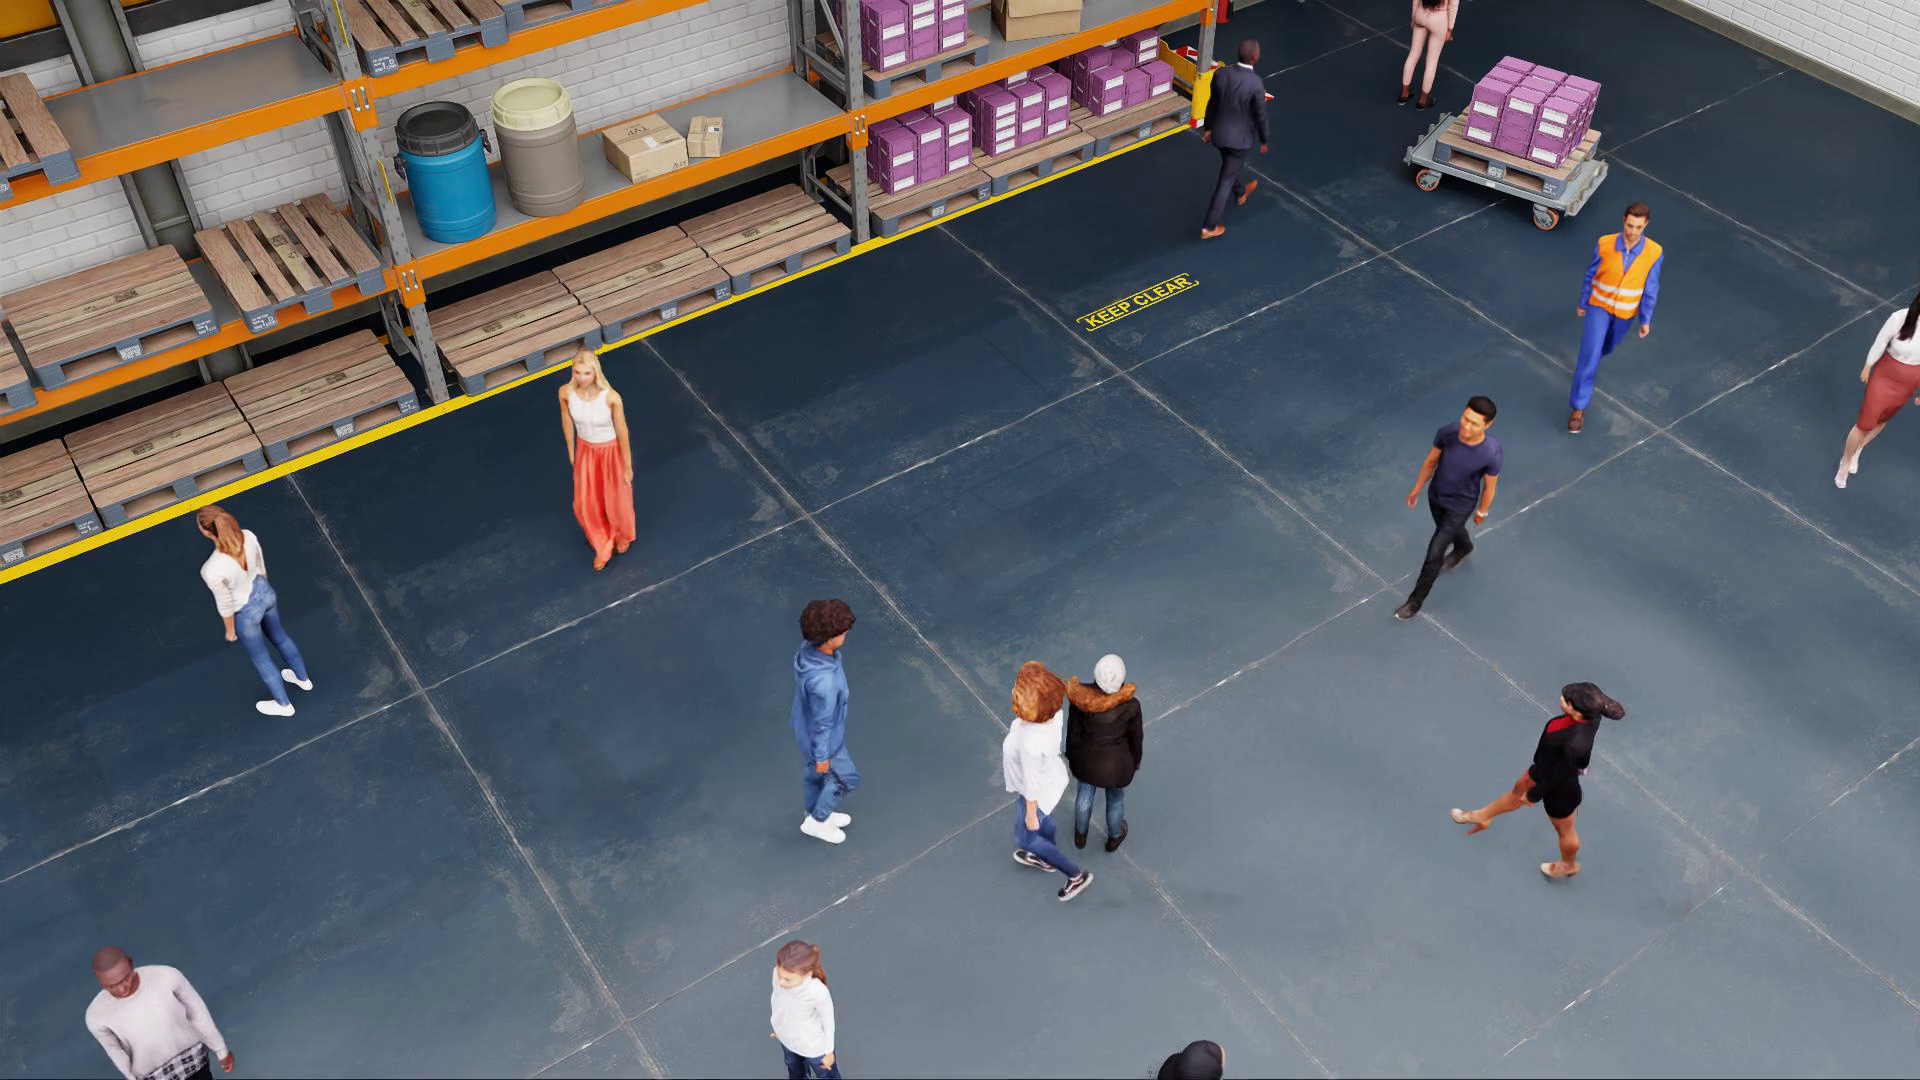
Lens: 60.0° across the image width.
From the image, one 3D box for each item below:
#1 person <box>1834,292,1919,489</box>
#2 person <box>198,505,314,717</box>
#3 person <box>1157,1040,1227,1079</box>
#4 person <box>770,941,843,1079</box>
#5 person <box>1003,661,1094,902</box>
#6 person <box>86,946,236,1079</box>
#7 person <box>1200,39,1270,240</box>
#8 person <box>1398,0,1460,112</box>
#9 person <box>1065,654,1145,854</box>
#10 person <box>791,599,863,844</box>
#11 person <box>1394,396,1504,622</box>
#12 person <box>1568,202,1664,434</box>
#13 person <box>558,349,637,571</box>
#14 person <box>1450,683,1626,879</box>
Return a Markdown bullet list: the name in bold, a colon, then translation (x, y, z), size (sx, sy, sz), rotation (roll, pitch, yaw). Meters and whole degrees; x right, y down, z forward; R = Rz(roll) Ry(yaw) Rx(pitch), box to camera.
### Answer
- **person**: translation (6.811, -1.191, 12.132), size (0.775, 1.736, 0.837), rotation (11, 45, 12)
- **person**: translation (-4.446, 0.430, 10.443), size (0.750, 1.720, 0.666), rotation (12, 45, 12)
- **person**: translation (1.044, 2.860, 7.969), size (0.686, 1.612, 0.681), rotation (-16, 46, -16)
- **person**: translation (-0.770, 2.486, 8.402), size (0.603, 1.557, 0.612), rotation (24, 49, 23)
- **person**: translation (0.533, 1.414, 9.438), size (0.942, 1.680, 0.902), rotation (13, 45, 13)
- **person**: translation (-3.958, 2.479, 8.267), size (0.809, 1.755, 0.752), rotation (-34, 53, -31)
- **person**: translation (2.332, -3.444, 14.468), size (1.229, 1.776, 0.843), rotation (-34, 53, -30)
- **person**: translation (4.574, -5.021, 16.162), size (0.656, 1.723, 0.597), rotation (34, 53, 30)
- **person**: translation (0.831, 1.245, 9.650), size (0.745, 1.632, 0.794), rotation (11, 45, 11)
- **person**: translation (-0.894, 1.094, 9.697), size (0.831, 1.787, 0.843), rotation (-3, 44, -4)
- **person**: translation (3.368, -0.309, 11.196), size (1.161, 1.751, 0.688), rotation (-29, 51, -27)
- **person**: translation (4.987, -1.793, 12.696), size (1.179, 1.829, 1.281), rotation (9, 44, 10)
- **person**: translation (-2.449, -0.640, 11.517), size (0.896, 1.787, 0.950), rotation (5, 44, 6)
- **person**: translation (3.492, 1.430, 9.478), size (0.972, 1.602, 1.045), rotation (19, 47, 19)
